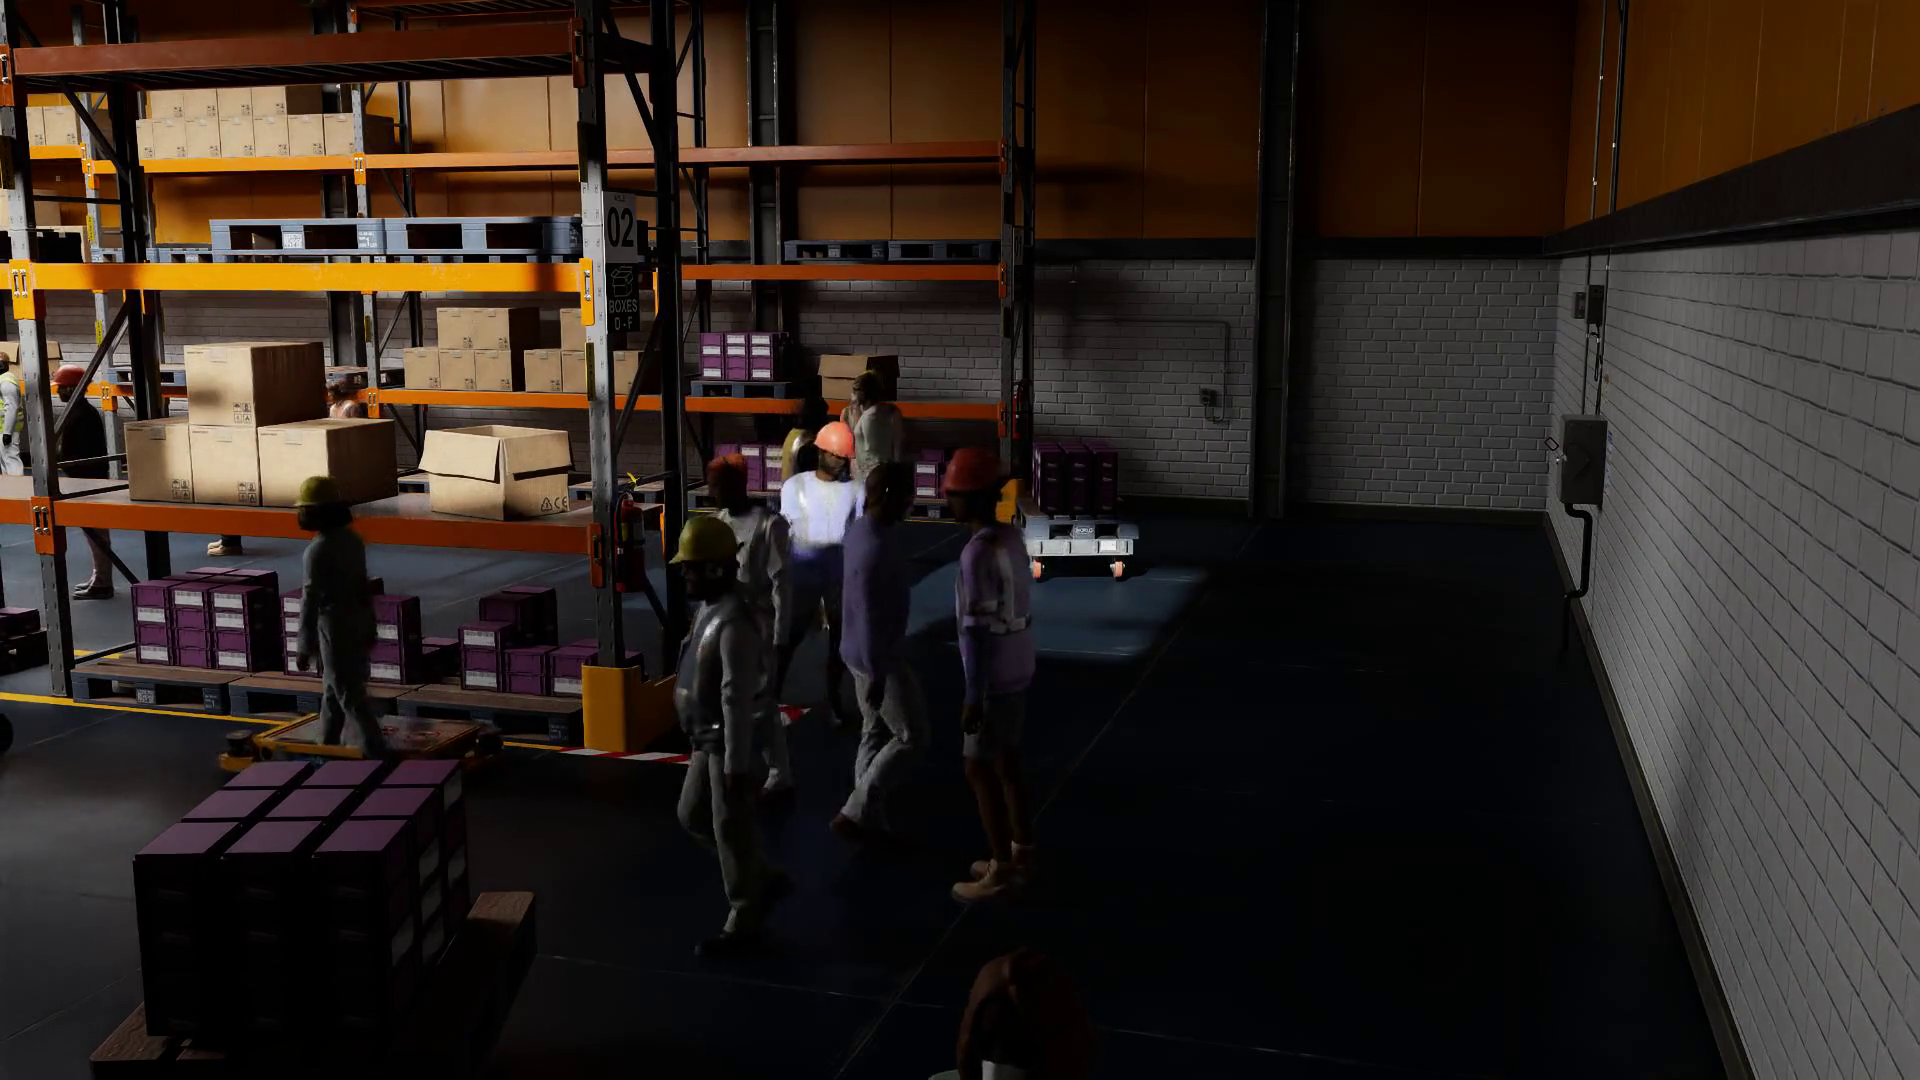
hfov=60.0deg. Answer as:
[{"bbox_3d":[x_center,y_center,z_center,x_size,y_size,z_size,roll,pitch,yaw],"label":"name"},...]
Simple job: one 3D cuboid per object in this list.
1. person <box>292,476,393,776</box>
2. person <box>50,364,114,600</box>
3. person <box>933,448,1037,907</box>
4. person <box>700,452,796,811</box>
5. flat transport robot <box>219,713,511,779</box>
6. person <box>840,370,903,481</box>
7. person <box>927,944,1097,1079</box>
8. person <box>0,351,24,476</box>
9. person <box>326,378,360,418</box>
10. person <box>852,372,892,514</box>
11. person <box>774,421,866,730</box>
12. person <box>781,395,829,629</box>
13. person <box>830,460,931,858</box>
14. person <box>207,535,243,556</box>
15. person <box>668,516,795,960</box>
[{"bbox_3d":[-3.349,0.517,8.862,0.706,1.707,0.502,1,9,6],"label":"person"},{"bbox_3d":[-7.440,-0.493,14.119,0.395,1.994,0.613,-4,10,-21],"label":"person"},{"bbox_3d":[0.107,0.602,7.415,0.479,2.022,0.619,2,10,14],"label":"person"},{"bbox_3d":[-1.111,0.479,8.624,0.617,1.866,0.420,6,11,34],"label":"person"},{"bbox_3d":[-3.320,1.158,9.301,1.431,0.197,0.652,3,10,16],"label":"flat transport robot"},{"bbox_3d":[-0.822,-0.644,15.434,0.591,1.870,0.968,0,9,-2],"label":"person"},{"bbox_3d":[0.123,1.510,3.028,0.501,1.627,0.289,5,11,28],"label":"person"},{"bbox_3d":[-11.164,-1.284,19.408,0.429,1.846,0.627,-8,12,-39],"label":"person"},{"bbox_3d":[-6.592,-0.954,18.108,0.581,1.609,0.462,7,12,37],"label":"person"},{"bbox_3d":[-0.745,-0.447,14.013,0.367,1.938,0.632,0,9,1],"label":"person"},{"bbox_3d":[-0.903,0.189,10.288,0.584,1.896,0.808,-4,10,-23],"label":"person"},{"bbox_3d":[-1.127,-0.209,12.926,0.510,1.828,0.629,-3,10,-19],"label":"person"},{"bbox_3d":[-0.352,0.576,7.872,0.434,1.913,0.628,-1,9,-8],"label":"person"},{"bbox_3d":[-7.267,-0.866,16.253,0.538,2.000,0.684,-4,10,-21],"label":"person"},{"bbox_3d":[-0.956,0.802,6.780,0.427,1.811,0.671,-3,10,-16],"label":"person"}]
